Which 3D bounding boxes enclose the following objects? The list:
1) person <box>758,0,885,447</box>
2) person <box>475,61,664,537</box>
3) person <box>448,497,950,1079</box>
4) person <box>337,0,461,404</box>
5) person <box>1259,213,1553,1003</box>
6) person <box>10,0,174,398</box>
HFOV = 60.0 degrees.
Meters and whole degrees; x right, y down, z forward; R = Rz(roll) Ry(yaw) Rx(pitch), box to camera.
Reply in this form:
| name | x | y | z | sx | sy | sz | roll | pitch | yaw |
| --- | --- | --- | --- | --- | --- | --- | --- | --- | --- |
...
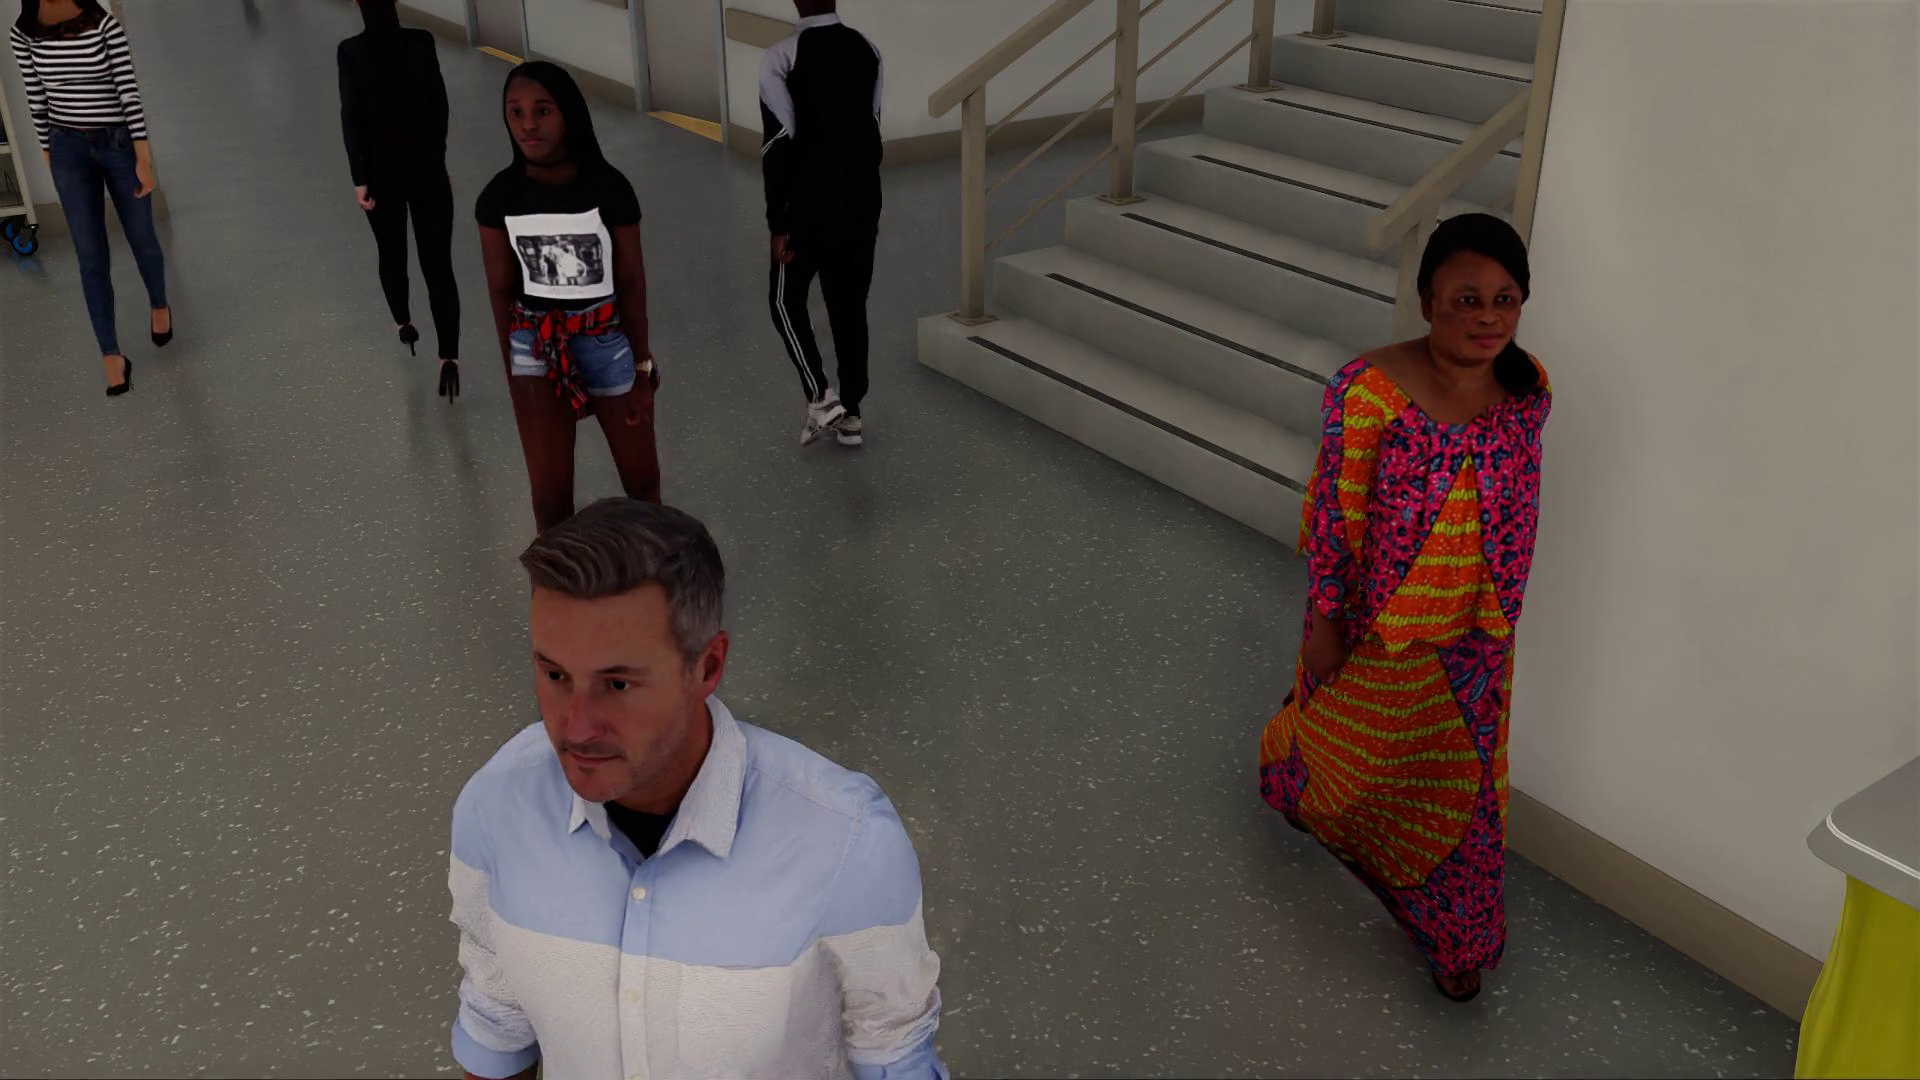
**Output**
| name | x | y | z | sx | sy | sz | roll | pitch | yaw |
| --- | --- | --- | --- | --- | --- | --- | --- | --- | --- |
| person | -0.446 | -1.177 | 5.990 | 0.687 | 1.820 | 0.773 | -12 | 28 | -24 |
| person | -1.042 | -0.470 | 4.659 | 1.077 | 1.702 | 0.996 | -2 | 26 | -4 |
| person | -0.265 | 0.748 | 2.019 | 1.036 | 1.801 | 1.137 | 8 | 27 | 16 |
| person | -2.150 | -1.350 | 6.542 | 1.032 | 1.651 | 0.739 | -13 | 29 | -25 |
| person | 0.950 | 0.096 | 3.556 | 1.180 | 1.641 | 1.059 | -3 | 26 | -6 |
| person | -3.460 | -1.512 | 6.784 | 1.149 | 1.732 | 0.902 | -7 | 27 | -14 |
